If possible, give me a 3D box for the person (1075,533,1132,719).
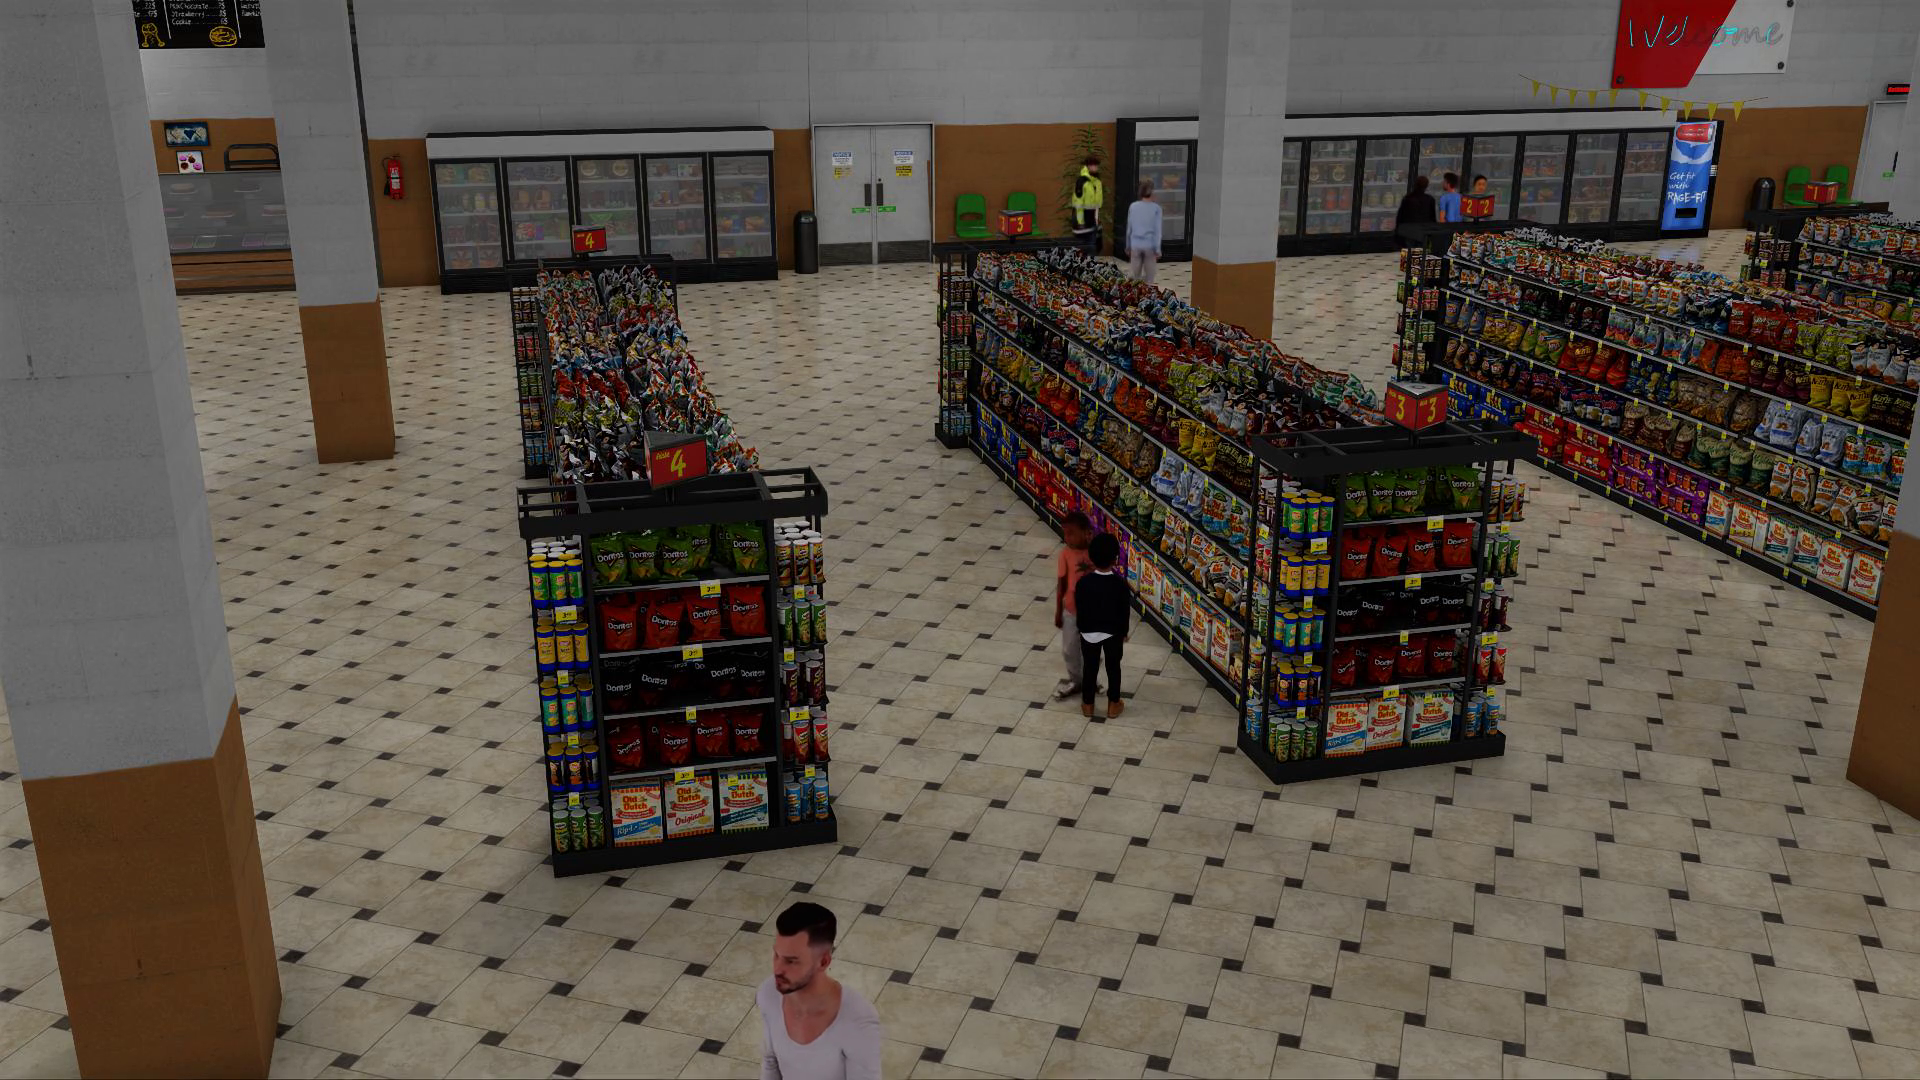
[{"bbox_3d":[0.904,0.541,10.547,0.580,1.227,0.608,3,19,10],"label":"person"}]

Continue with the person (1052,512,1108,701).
[{"bbox_3d":[0.815,0.430,10.778,0.613,1.289,0.642,-3,19,-7],"label":"person"}]

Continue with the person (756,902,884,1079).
[{"bbox_3d":[-0.415,1.958,5.399,0.722,1.830,0.815,14,23,36],"label":"person"}]

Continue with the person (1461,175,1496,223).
[{"bbox_3d":[7.586,-4.494,24.587,0.766,1.796,0.768,0,19,0],"label":"person"}]

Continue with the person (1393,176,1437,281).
[{"bbox_3d":[6.644,-4.358,24.199,0.919,1.787,1.121,0,19,1],"label":"person"}]

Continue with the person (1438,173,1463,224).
[{"bbox_3d":[7.140,-4.367,24.130,0.619,1.848,0.628,-6,20,-17],"label":"person"}]

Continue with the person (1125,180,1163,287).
[{"bbox_3d":[2.511,-3.998,22.992,0.959,1.876,1.033,9,21,26],"label":"person"}]

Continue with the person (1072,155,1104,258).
[{"bbox_3d":[1.909,-4.997,25.830,1.089,1.957,1.032,14,23,36],"label":"person"}]
